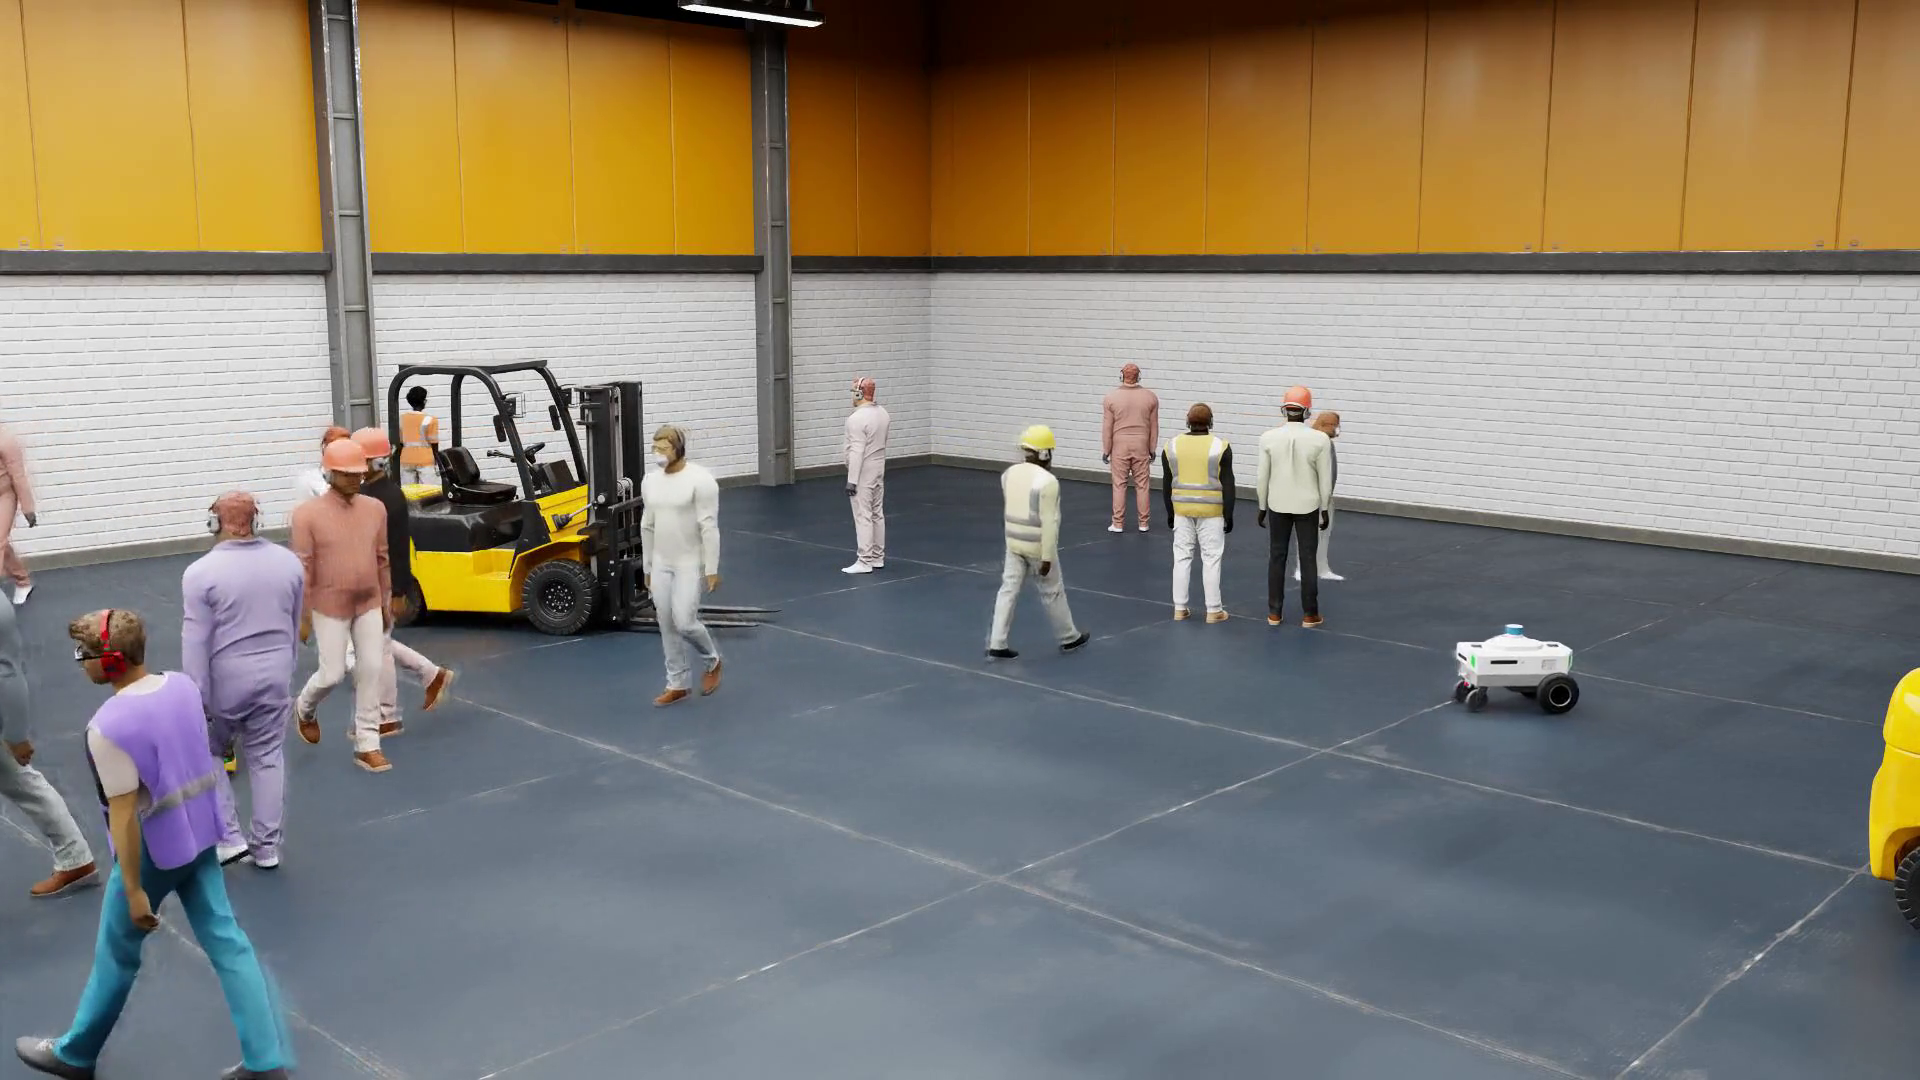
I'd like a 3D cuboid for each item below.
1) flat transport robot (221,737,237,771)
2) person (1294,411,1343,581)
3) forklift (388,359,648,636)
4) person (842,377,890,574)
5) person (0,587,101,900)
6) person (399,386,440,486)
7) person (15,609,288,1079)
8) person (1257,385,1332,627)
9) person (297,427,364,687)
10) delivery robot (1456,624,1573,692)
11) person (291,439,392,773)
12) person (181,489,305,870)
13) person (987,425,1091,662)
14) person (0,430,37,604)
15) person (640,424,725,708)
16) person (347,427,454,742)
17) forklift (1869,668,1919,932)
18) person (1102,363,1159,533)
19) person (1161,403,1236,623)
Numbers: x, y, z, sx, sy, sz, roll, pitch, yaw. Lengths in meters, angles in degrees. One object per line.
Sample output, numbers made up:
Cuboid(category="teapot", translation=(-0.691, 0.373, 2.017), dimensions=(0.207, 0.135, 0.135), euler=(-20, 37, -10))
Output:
Cuboid(category="flat transport robot", translation=(-4.788, 1.174, 10.127), dimensions=(0.652, 0.197, 1.431), euler=(-4, 10, -25))
Cuboid(category="person", translation=(3.418, -0.406, 15.690), dimensions=(0.318, 1.642, 0.507), euler=(5, 10, 27))
Cuboid(category="forklift", translation=(-3.850, -0.407, 13.936), dimensions=(2.313, 2.155, 1.214), euler=(2, 9, 11))
Cuboid(category="person", translation=(-0.937, -0.628, 16.176), dimensions=(0.409, 1.907, 0.651), euler=(4, 10, 23))
Cuboid(category="person", translation=(-4.440, 0.810, 7.475), dimensions=(0.641, 1.883, 1.072), euler=(9, 13, 43))
Cuboid(category="person", translation=(-5.856, -0.819, 18.015), dimensions=(0.532, 1.694, 0.320), euler=(3, 10, 17))
Cuboid(category="person", translation=(-2.888, 1.112, 5.902), dimensions=(1.011, 1.779, 0.587), euler=(2, 9, 12))
Cuboid(category="person", translation=(2.761, -0.275, 13.736), dimensions=(0.610, 1.996, 0.384), euler=(4, 10, 21))
Cuboid(category="person", translation=(-4.394, 0.106, 11.926), dimensions=(0.601, 1.823, 1.015), euler=(-7, 12, -38))
Cuboid(category="delivery robot", translation=(3.722, 0.812, 11.190), dimensions=(0.707, 0.478, 0.477), euler=(0, 9, -1))
Cuboid(category="person", translation=(-3.683, 0.371, 9.860), dimensions=(0.760, 1.969, 0.627), euler=(8, 12, 40))
Cuboid(category="person", translation=(-3.515, 0.692, 8.151), dimensions=(0.422, 1.890, 0.653), euler=(7, 12, 36))
Cuboid(category="person", translation=(0.580, 0.022, 12.570), dimensions=(0.934, 1.783, 0.588), euler=(-9, 13, -42))
Cuboid(category="person", translation=(-8.326, -0.291, 14.328), dimensions=(0.691, 1.859, 1.015), euler=(2, 9, 11))
Cuboid(category="person", translation=(-1.886, 0.175, 11.196), dimensions=(0.651, 1.923, 0.474), euler=(6, 11, 32))
Cuboid(category="person", translation=(-3.585, 0.260, 10.522), dimensions=(0.645, 1.974, 0.626), euler=(-7, 12, -37))
Cuboid(category="forklift", translation=(5.205, 0.723, 7.013), dimensions=(2.313, 2.155, 1.214), euler=(9, 13, 43))
Cuboid(category="person", translation=(1.895, -1.023, 18.598), dimensions=(0.639, 1.908, 0.409), euler=(-1, 9, -7))
Cuboid(category="person", translation=(2.002, -0.225, 13.907), dimensions=(0.627, 1.843, 0.429), euler=(4, 10, 26))
